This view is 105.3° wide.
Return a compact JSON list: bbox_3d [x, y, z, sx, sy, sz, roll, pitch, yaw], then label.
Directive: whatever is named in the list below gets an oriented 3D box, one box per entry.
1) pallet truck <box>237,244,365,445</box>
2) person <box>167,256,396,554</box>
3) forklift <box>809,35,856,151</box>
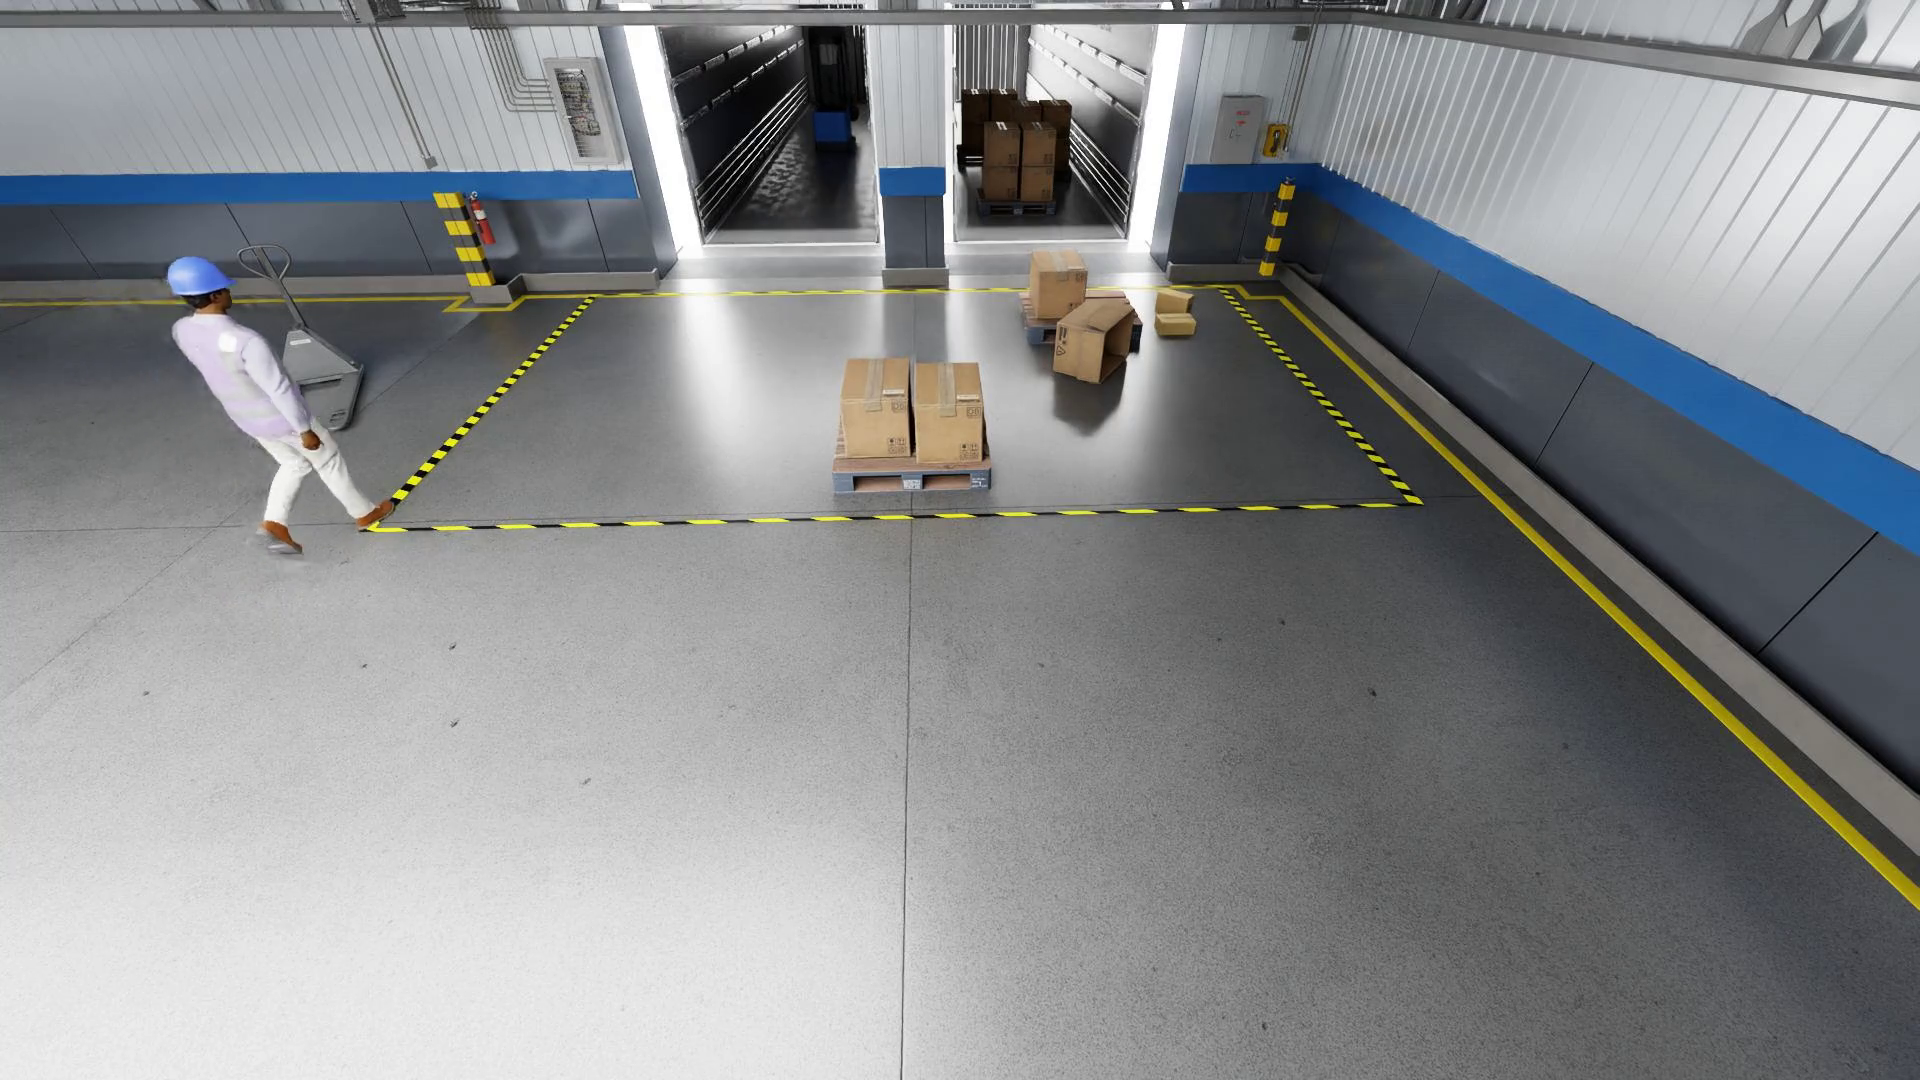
[{"bbox_3d":[-5.915,-1.733,6.366,0.680,1.201,1.601,-18,42,-21],"label":"pallet truck"},{"bbox_3d":[-4.338,-0.750,4.578,0.608,1.923,0.811,8,39,10],"label":"person"},{"bbox_3d":[-2.682,-9.161,15.082,0.716,2.013,0.776,-1,38,-1],"label":"forklift"}]
